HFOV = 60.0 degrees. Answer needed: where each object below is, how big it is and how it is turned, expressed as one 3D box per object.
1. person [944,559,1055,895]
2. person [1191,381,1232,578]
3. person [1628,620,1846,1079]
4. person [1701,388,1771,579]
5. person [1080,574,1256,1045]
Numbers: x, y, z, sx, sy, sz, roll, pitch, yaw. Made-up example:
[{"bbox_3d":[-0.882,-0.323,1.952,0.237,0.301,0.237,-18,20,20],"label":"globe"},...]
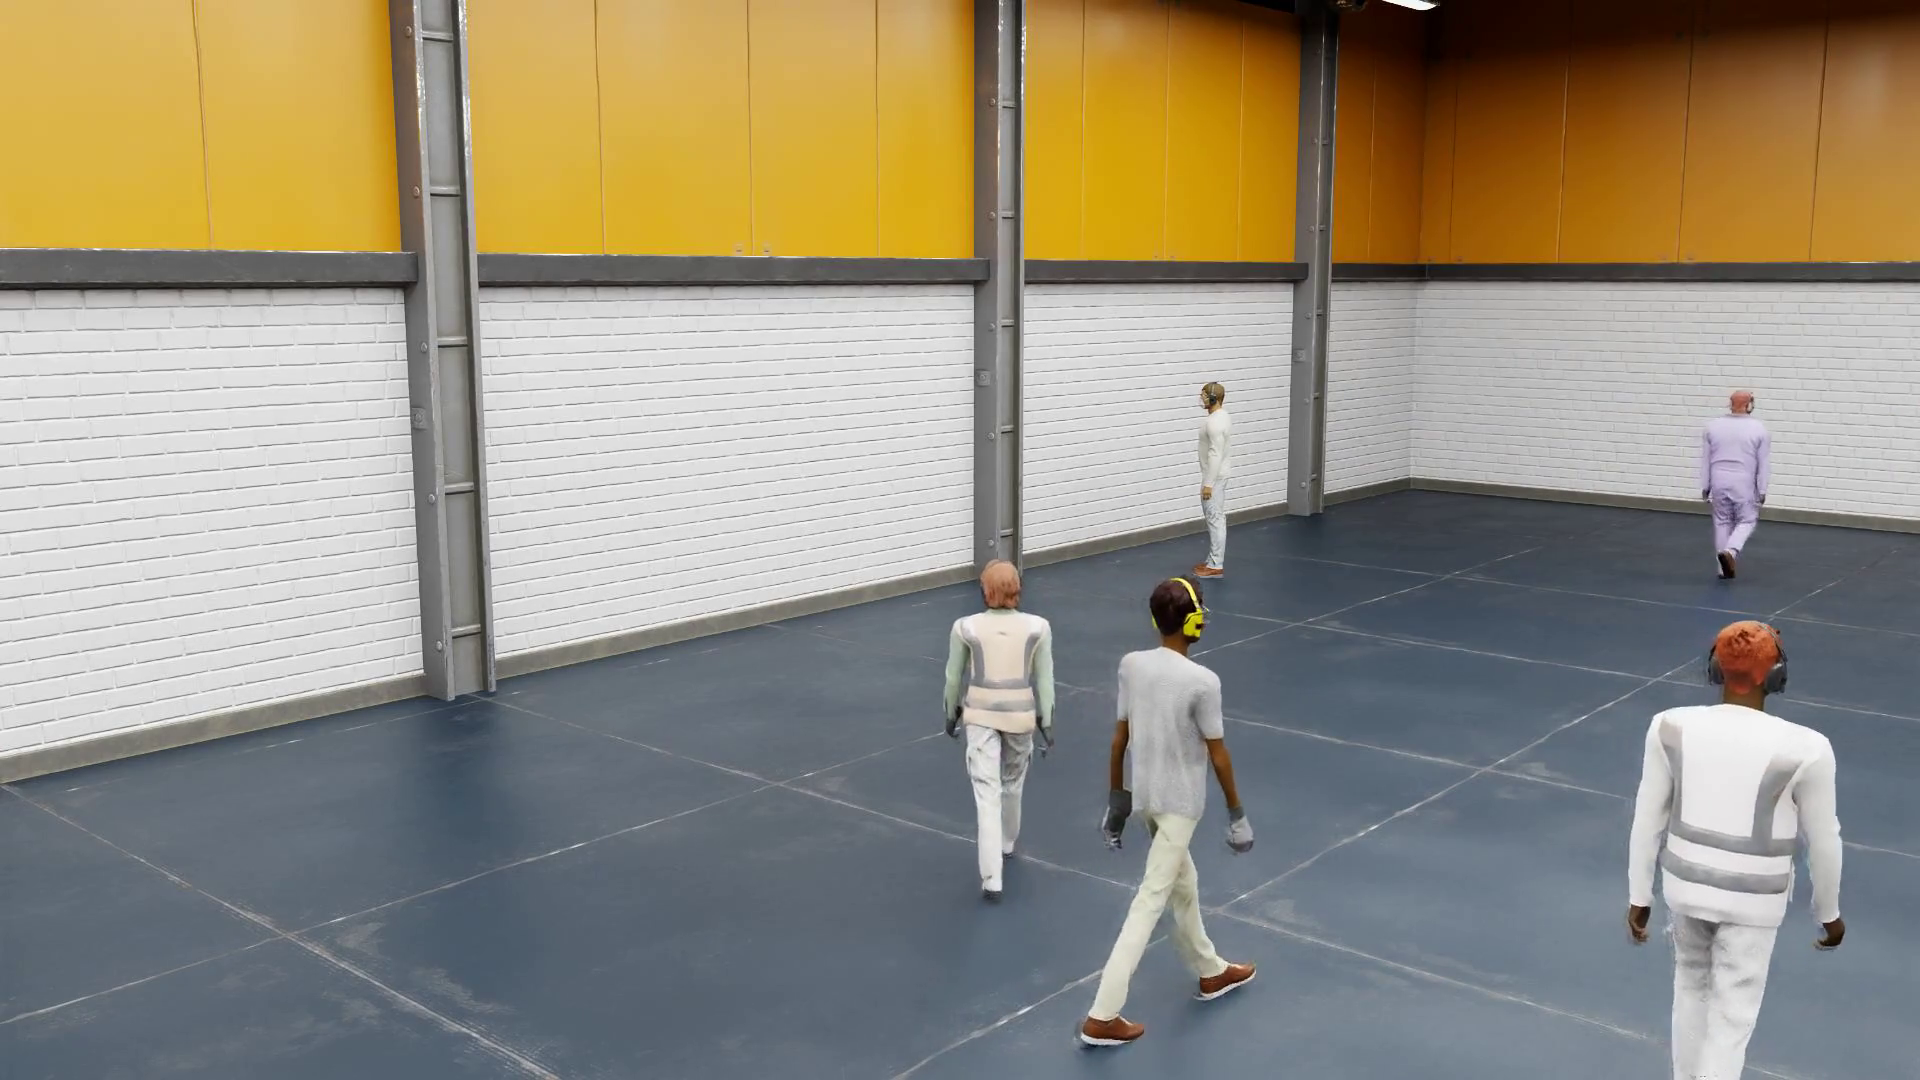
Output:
[{"bbox_3d":[0.191,0.890,8.180,0.531,1.590,0.896,-1,9,-5],"label":"person"},{"bbox_3d":[2.487,-0.593,16.400,0.372,1.940,0.632,2,9,12],"label":"person"},{"bbox_3d":[2.590,1.183,5.524,0.783,1.860,0.590,-9,12,-43],"label":"person"},{"bbox_3d":[7.502,-0.525,16.147,0.647,1.890,0.616,9,13,44],"label":"person"},{"bbox_3d":[0.841,1.041,6.544,1.002,1.818,0.525,-6,11,-35],"label":"person"}]
